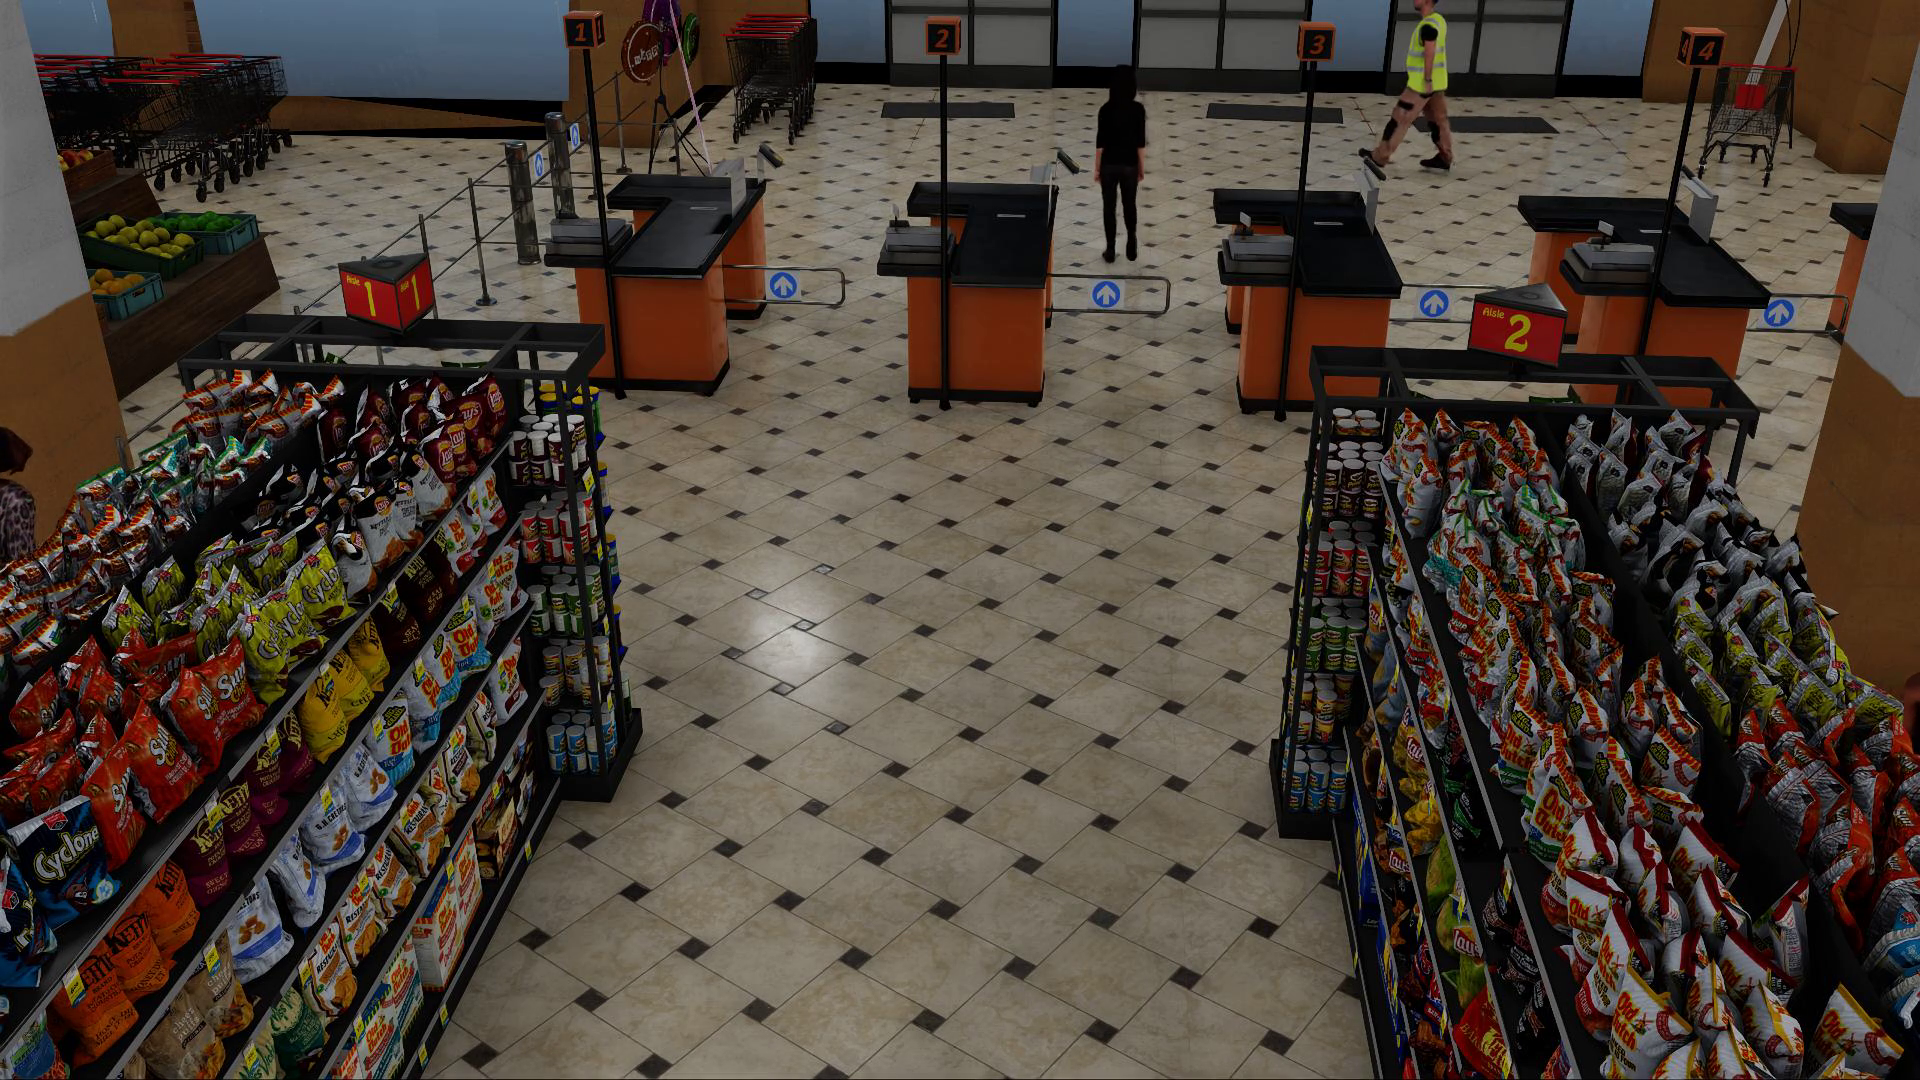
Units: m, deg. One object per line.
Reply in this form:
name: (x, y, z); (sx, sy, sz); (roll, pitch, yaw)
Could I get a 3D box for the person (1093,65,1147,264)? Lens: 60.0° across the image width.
person: (1.324, -3.048, 13.684); (0.651, 1.629, 0.825); (-3, 27, -5)

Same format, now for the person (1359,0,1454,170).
person: (4.648, -4.504, 16.368); (1.060, 1.797, 1.185); (14, 30, 26)
